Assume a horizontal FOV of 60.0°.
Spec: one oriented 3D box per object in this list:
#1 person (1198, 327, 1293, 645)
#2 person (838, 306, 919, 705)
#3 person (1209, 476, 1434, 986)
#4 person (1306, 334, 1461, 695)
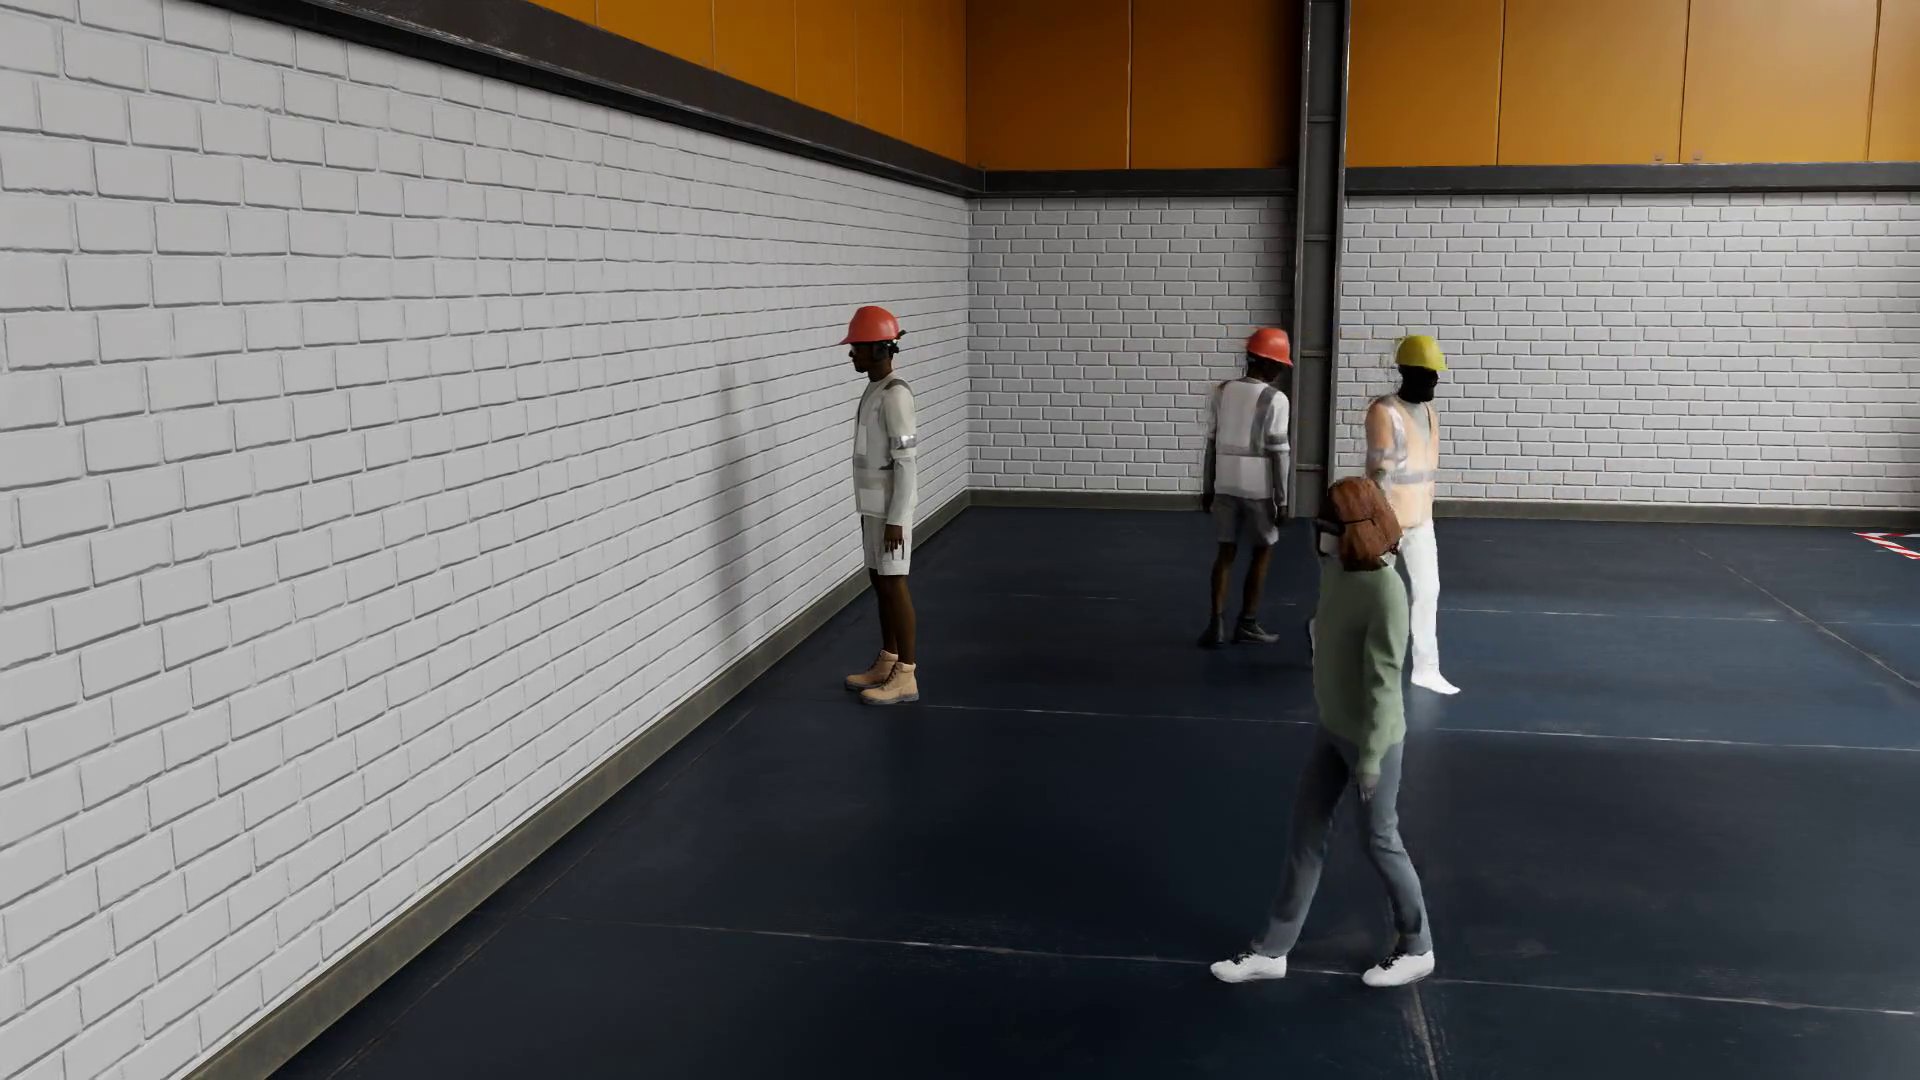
[{"bbox_3d":[1.655,-0.304,9.835,0.596,1.896,0.572,-9,12,-43],"label":"person"},{"bbox_3d":[-0.423,-0.174,8.560,0.391,2.040,0.615,-3,10,-16],"label":"person"},{"bbox_3d":[1.170,0.604,5.082,0.704,1.601,0.522,-2,9,-14],"label":"person"},{"bbox_3d":[2.306,-0.159,8.926,0.580,1.902,0.852,-7,11,-37],"label":"person"}]
